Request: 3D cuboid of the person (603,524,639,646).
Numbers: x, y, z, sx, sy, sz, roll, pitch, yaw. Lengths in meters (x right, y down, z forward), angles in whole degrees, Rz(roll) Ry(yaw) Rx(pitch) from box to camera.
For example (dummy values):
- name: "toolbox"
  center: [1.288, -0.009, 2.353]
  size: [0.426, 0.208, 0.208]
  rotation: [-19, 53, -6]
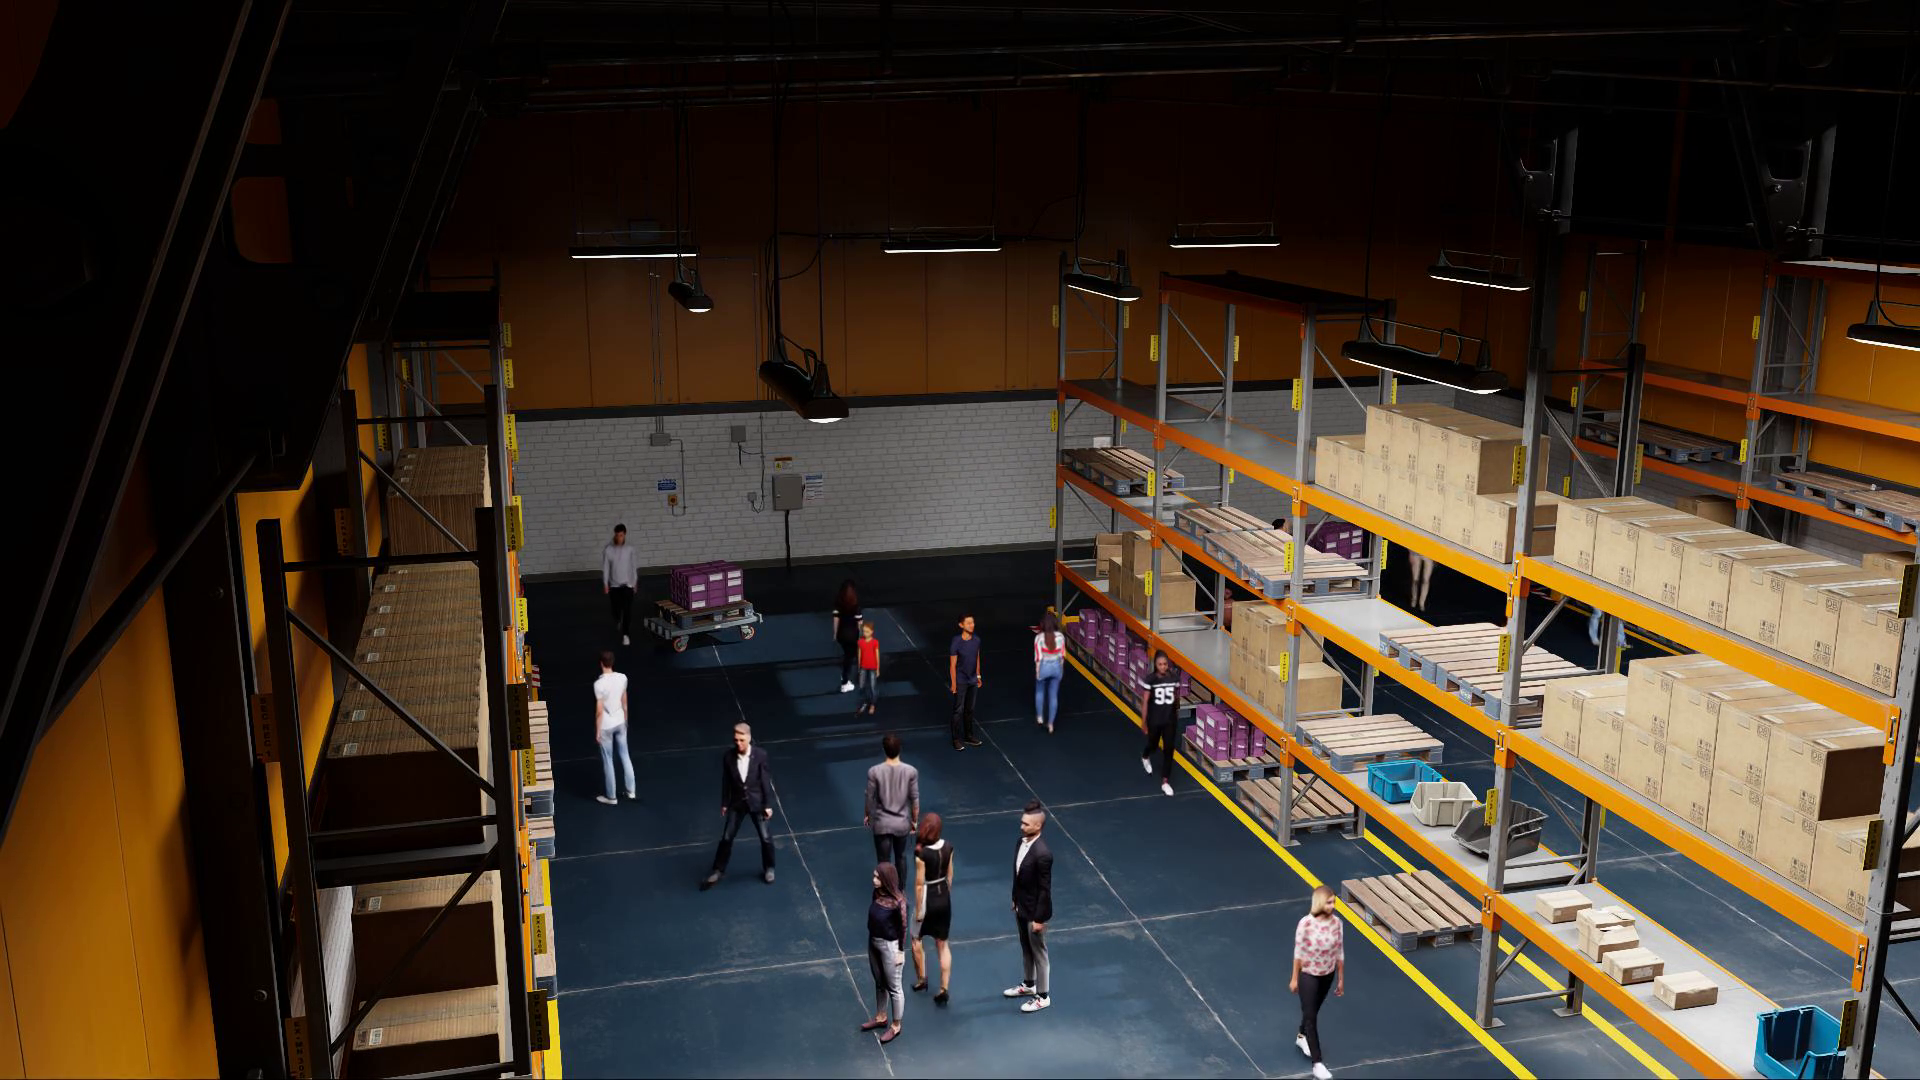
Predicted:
- name: "person"
  center: [-5.209, 0.661, 25.648]
  size: [0.771, 1.901, 1.004]
  rotation: [-1, 14, -6]

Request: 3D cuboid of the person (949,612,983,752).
- name: "person"
  center: [0.061, 1.777, 21.261]
  size: [0.712, 1.797, 0.682]
  rotation: [-11, 18, -39]

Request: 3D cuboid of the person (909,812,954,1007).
- name: "person"
  center: [-0.187, 3.332, 14.875]
  size: [0.732, 1.780, 0.808]
  rotation: [-10, 17, -35]

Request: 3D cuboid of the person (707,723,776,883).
- name: "person"
  center: [-2.224, 2.731, 17.345]
  size: [0.952, 1.786, 0.910]
  rotation: [1, 14, 6]

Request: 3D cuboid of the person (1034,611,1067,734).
- name: "person"
  center: [1.189, 1.744, 21.828]
  size: [0.676, 1.593, 0.823]
  rotation: [-1, 14, -5]

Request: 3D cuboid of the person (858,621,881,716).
- name: "person"
  center: [-1.206, 1.717, 22.562]
  size: [0.560, 1.301, 0.609]
  rotation: [3, 14, 11]

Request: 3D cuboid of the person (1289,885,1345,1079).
- name: "person"
  center: [2.959, 3.636, 14.012]
  size: [0.601, 1.596, 1.009]
  rotation: [-4, 14, -16]

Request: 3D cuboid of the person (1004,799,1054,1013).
- name: "person"
  center: [0.656, 3.238, 14.884]
  size: [0.802, 1.959, 0.597]
  rotation: [-6, 15, -25]

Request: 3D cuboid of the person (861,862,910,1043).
- name: "person"
  center: [-0.651, 3.539, 14.384]
  size: [0.736, 1.608, 0.604]
  rotation: [-11, 17, -38]

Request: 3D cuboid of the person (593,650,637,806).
- name: "person"
  center: [-4.065, 2.182, 19.474]
  size: [0.785, 1.852, 0.750]
  rotation: [10, 17, 35]

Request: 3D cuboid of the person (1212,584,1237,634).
- name: "person"
  center: [3.918, 1.247, 24.601]
  size: [0.565, 1.256, 0.547]
  rotation: [0, 14, 0]

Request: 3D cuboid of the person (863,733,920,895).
- name: "person"
  center: [-0.674, 2.870, 16.676]
  size: [0.714, 1.830, 0.873]
  rotation: [-3, 14, -13]

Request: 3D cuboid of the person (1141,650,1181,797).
- name: "person"
  center: [2.377, 2.146, 19.920]
  size: [0.651, 1.711, 1.035]
  rotation: [-3, 14, -13]

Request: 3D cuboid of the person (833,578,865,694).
- name: "person"
  center: [-1.616, 1.362, 23.341]
  size: [0.703, 1.626, 0.774]
  rotation: [9, 16, 34]
